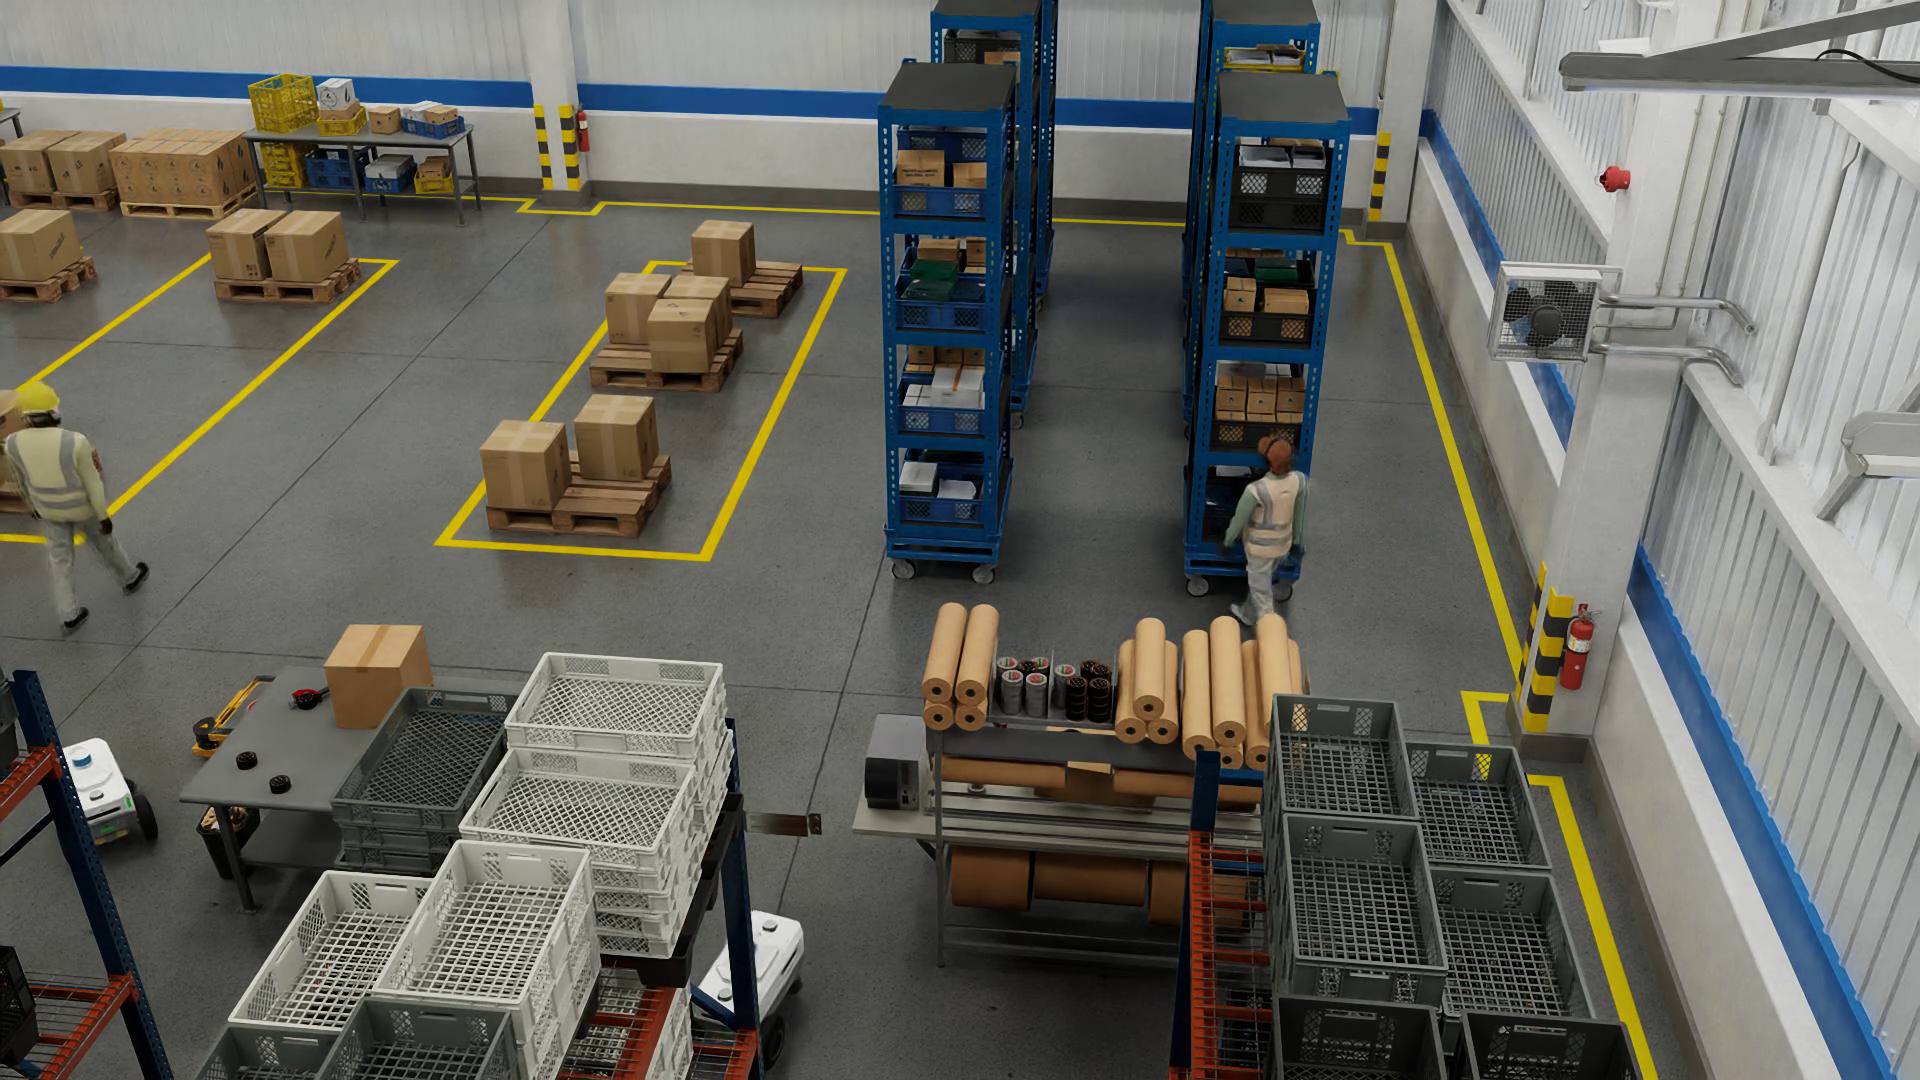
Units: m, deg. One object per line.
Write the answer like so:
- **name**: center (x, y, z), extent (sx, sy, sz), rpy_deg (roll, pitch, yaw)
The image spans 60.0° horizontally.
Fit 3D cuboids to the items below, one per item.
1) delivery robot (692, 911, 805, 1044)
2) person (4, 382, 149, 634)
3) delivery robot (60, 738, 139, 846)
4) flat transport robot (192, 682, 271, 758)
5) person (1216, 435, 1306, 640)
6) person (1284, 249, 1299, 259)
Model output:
- **delivery robot**: center (-1.070, 2.214, 8.474), extent (0.477, 0.478, 0.707), rpy_deg (10, 32, 17)
- **person**: center (-6.215, -0.287, 11.645), extent (0.617, 1.788, 0.847), rpy_deg (0, 30, 1)
- **delivery robot**: center (-5.113, 1.453, 9.781), extent (0.477, 0.478, 0.707), rpy_deg (-20, 36, -31)
- **flat transport robot**: center (-4.089, 1.163, 10.648), extent (1.431, 0.197, 0.652), rpy_deg (3, 30, 6)
- **person**: center (1.996, 0.007, 11.310), extent (0.523, 1.615, 0.687), rpy_deg (-20, 36, -30)
- **person**: center (3.238, -3.121, 16.351), extent (0.655, 1.951, 0.794), rpy_deg (12, 32, 20)
